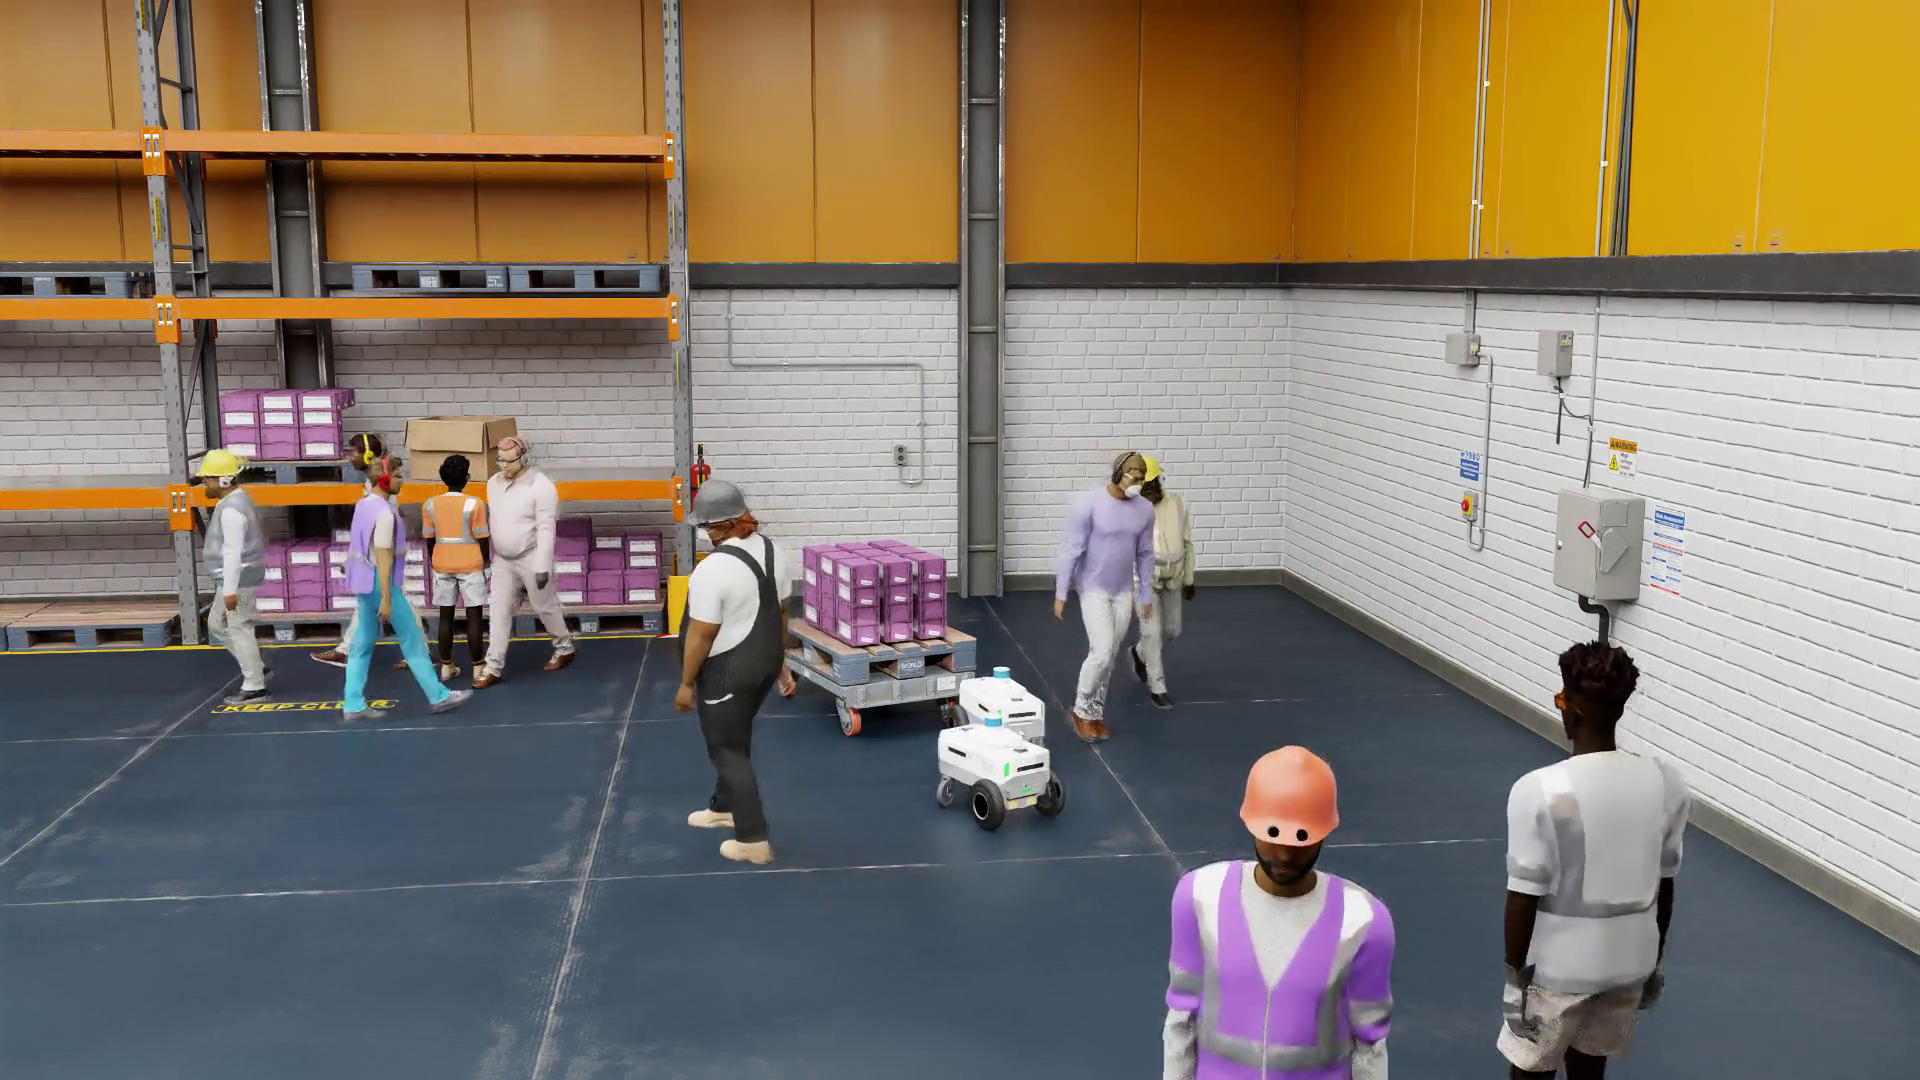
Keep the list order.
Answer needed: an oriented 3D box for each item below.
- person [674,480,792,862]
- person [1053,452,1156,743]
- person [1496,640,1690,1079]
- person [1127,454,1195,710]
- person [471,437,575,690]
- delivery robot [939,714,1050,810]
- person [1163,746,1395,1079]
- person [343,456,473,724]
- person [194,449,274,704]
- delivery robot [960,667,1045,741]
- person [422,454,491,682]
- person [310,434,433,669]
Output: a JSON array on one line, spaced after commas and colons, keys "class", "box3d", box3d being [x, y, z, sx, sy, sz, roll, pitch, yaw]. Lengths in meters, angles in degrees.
[{"class": "person", "box3d": [-1.238, 0.633, 8.672, 0.741, 2.000, 0.718, 4, 10, 26]}, {"class": "person", "box3d": [0.954, 0.372, 10.737, 0.710, 1.898, 0.510, -5, 11, -30]}, {"class": "person", "box3d": [1.911, 1.269, 4.996, 0.611, 1.946, 0.679, -2, 9, -15]}, {"class": "person", "box3d": [1.330, 0.266, 11.748, 0.601, 1.792, 0.667, -4, 10, -23]}, {"class": "person", "box3d": [-3.255, 0.139, 12.395, 0.678, 1.851, 0.981, 4, 10, 24]}, {"class": "delivery robot", "box3d": [0.188, 1.220, 9.338, 0.477, 0.478, 0.707, -6, 11, -33]}, {"class": "person", "box3d": [0.787, 1.415, 4.163, 0.566, 1.922, 0.600, 3, 10, 18]}, {"class": "person", "box3d": [-3.815, 0.326, 11.304, 0.916, 1.800, 0.593, -6, 11, -35]}, {"class": "person", "box3d": [-5.101, 0.262, 11.682, 0.424, 1.812, 0.614, -4, 10, -22]}, {"class": "delivery robot", "box3d": [0.260, 1.042, 10.450, 0.477, 0.478, 0.707, -3, 10, -20]}, {"class": "person", "box3d": [-3.715, 0.213, 12.358, 0.531, 1.698, 0.320, 2, 9, 13]}, {"class": "person", "box3d": [-4.486, 0.111, 12.606, 0.931, 1.818, 0.497, -3, 10, -20]}]
